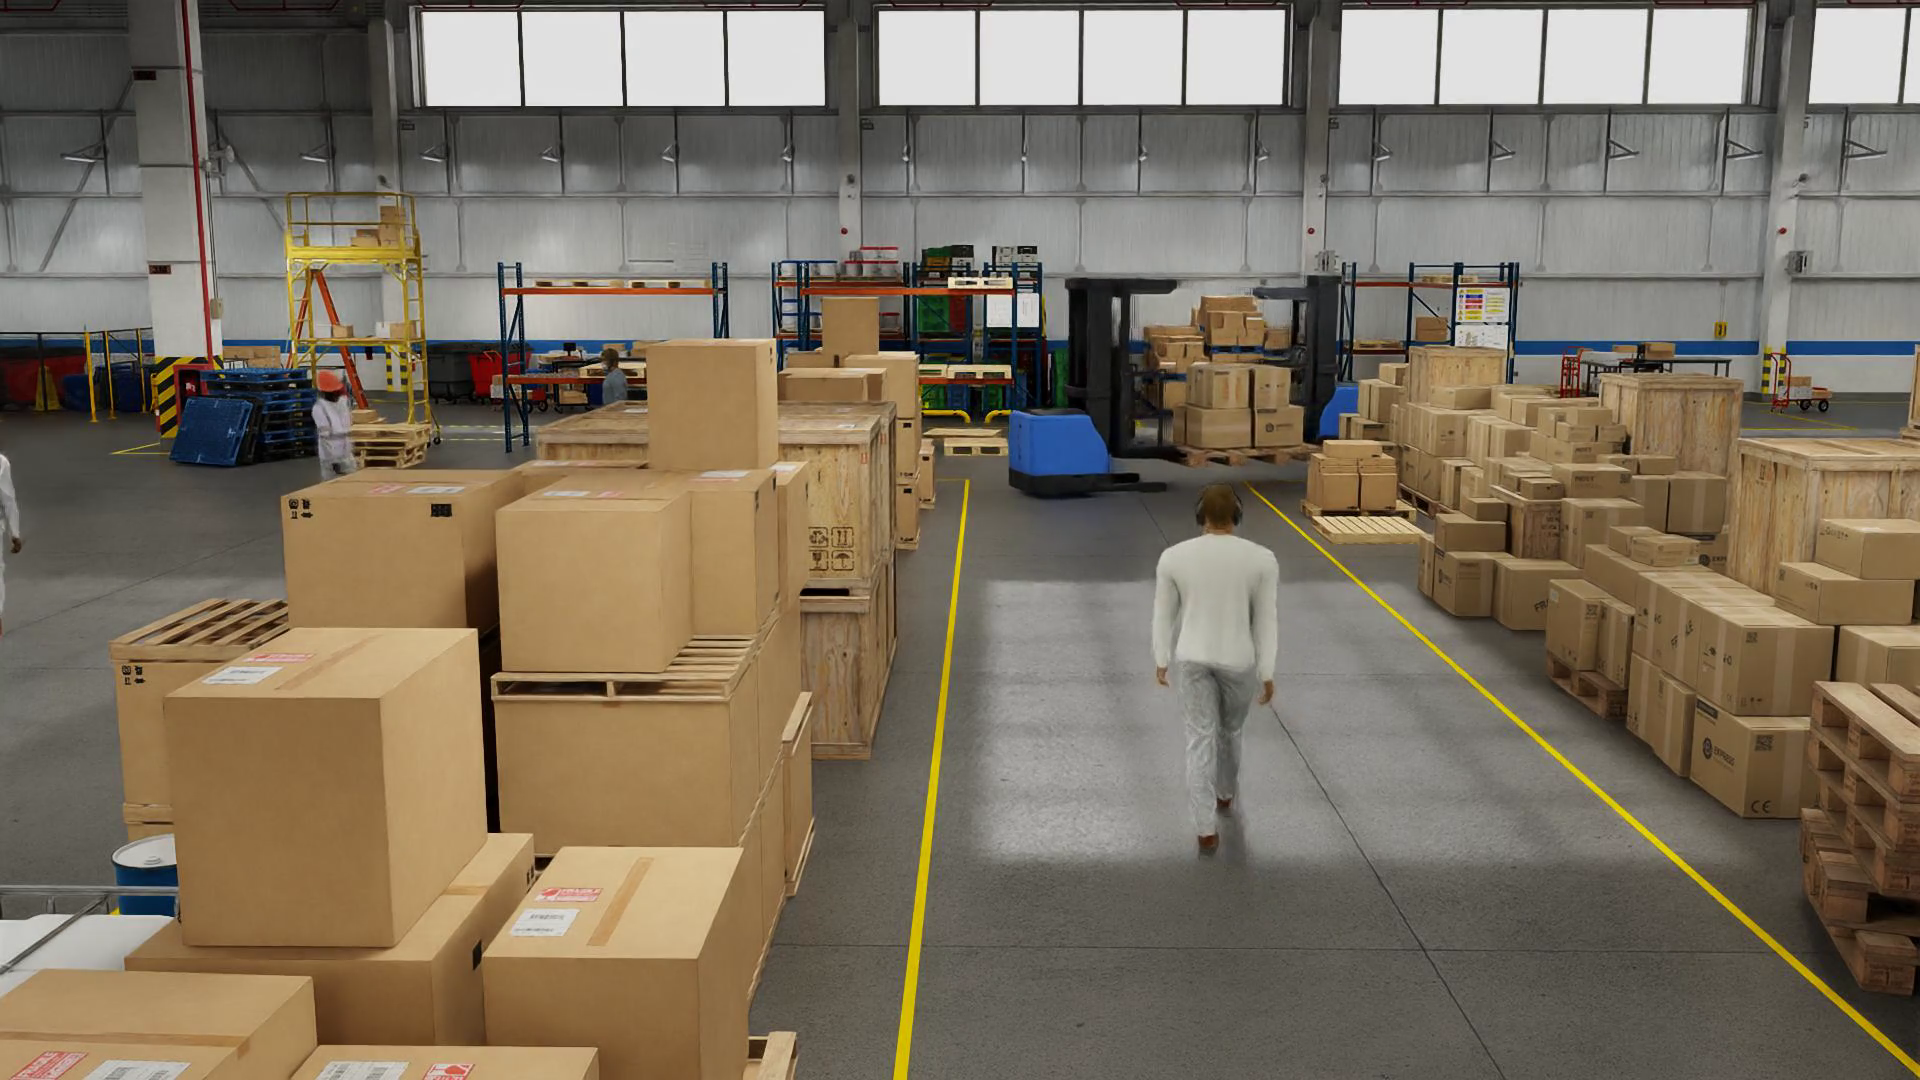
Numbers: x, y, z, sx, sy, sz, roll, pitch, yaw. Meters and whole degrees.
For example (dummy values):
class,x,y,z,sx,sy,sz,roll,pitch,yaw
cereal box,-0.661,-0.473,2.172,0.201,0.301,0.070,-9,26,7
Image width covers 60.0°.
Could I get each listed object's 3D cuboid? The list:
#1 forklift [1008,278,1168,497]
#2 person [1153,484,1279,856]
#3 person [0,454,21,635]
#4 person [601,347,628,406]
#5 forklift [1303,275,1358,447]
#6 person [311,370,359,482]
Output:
class,x,y,z,sx,sy,sz,roll,pitch,yaw
forklift,1.661,-2.028,21.781,1.873,2.768,1.129,-3,10,-15
person,1.341,0.639,8.792,0.647,1.878,1.036,2,10,11
person,-7.779,-0.067,13.160,0.583,1.862,0.876,-5,11,-30
person,-4.505,-1.543,21.699,0.372,1.939,0.631,-3,10,-18
forklift,5.770,-2.821,26.530,1.873,2.768,1.129,0,9,-2
person,-6.813,-0.941,18.302,0.837,1.867,0.614,6,11,32
